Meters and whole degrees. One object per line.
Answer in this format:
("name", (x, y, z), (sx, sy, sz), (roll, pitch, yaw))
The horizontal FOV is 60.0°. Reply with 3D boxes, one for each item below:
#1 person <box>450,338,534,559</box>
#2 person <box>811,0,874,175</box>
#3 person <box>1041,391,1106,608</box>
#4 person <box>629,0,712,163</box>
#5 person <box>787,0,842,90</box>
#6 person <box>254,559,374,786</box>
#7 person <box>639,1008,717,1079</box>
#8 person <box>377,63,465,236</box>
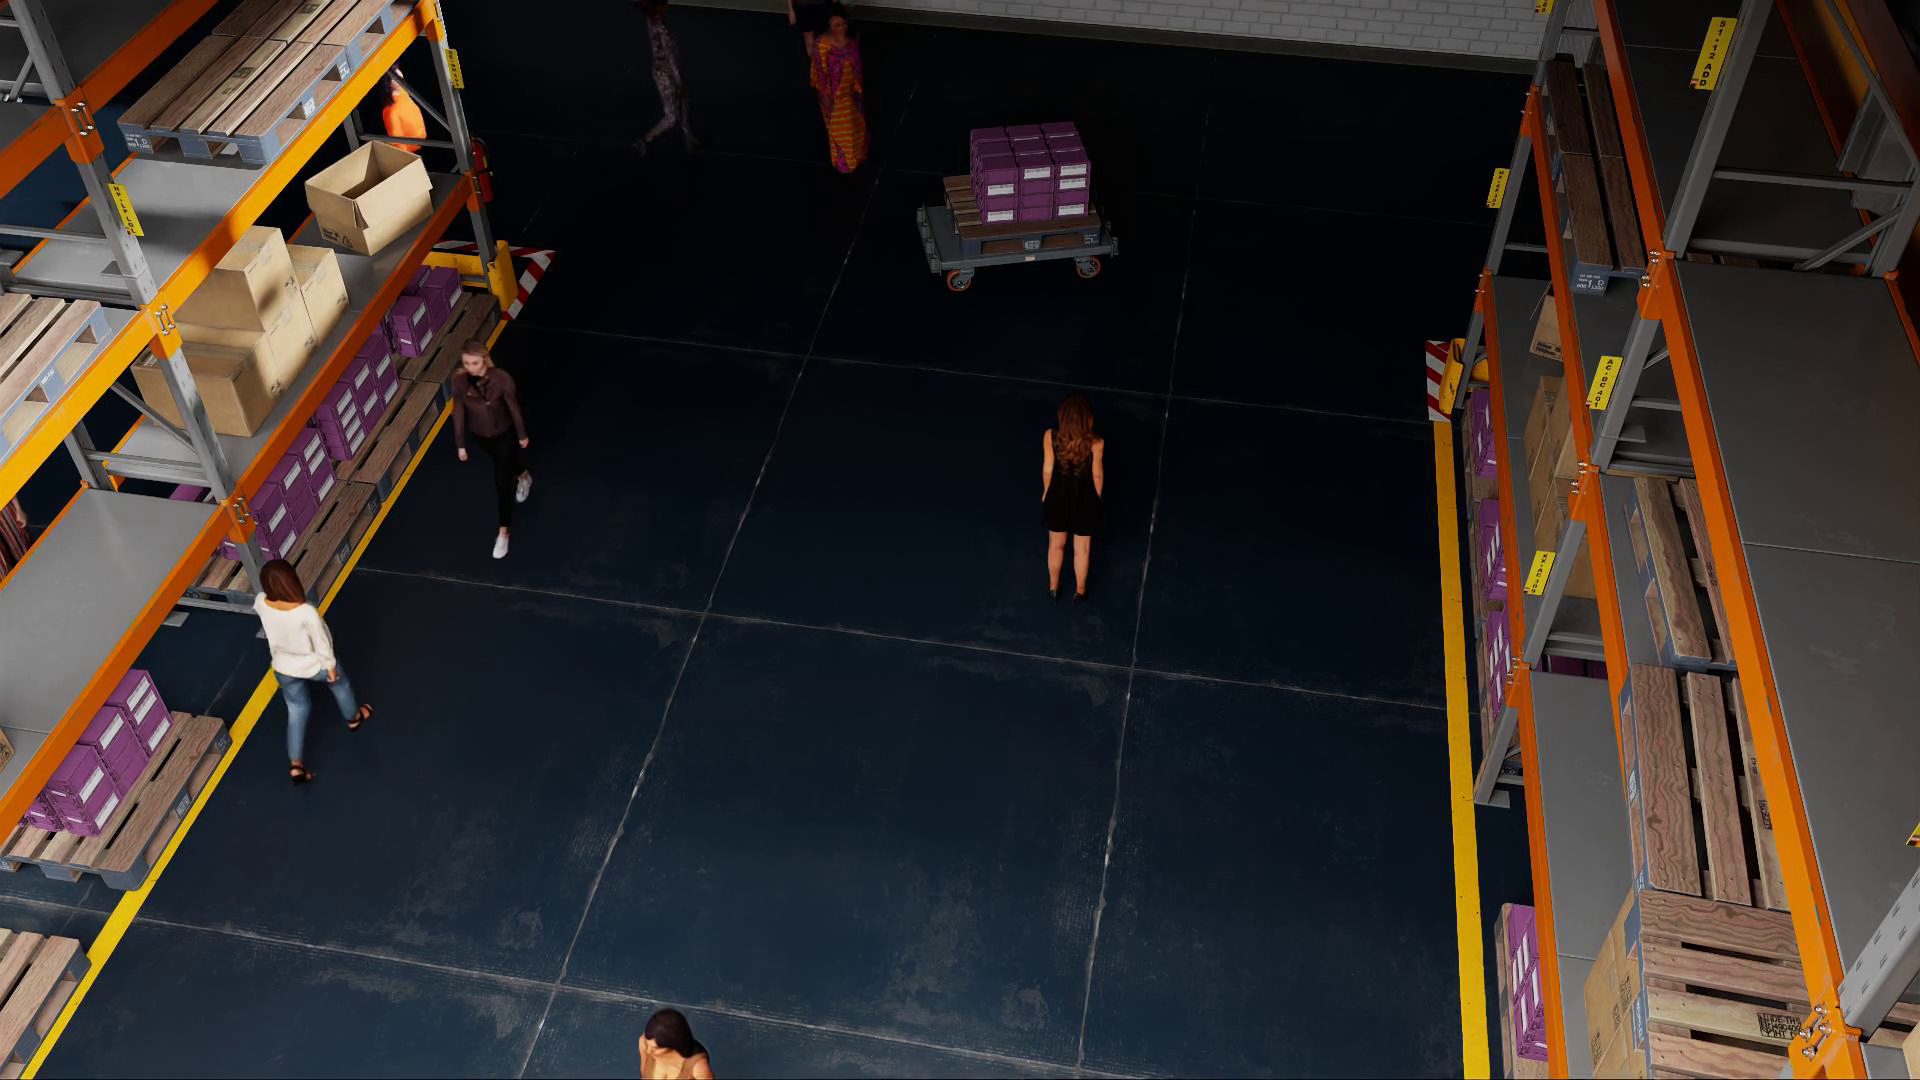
("person", (-3.284, -0.789, 11.815), (0.660, 1.658, 1.113), (4, 44, 5))
("person", (-1.112, -4.200, 15.399), (0.912, 1.654, 0.846), (34, 53, 31))
("person", (0.747, -0.252, 11.124), (0.584, 1.835, 0.524), (9, 44, 9))
("person", (-2.768, -4.268, 15.440), (0.965, 1.695, 1.044), (-15, 46, -15))
("person", (-1.423, -5.344, 16.481), (0.917, 1.818, 0.819), (-18, 46, -18))
("person", (-4.046, 0.811, 10.141), (0.613, 1.651, 1.020), (7, 44, 8))
("person", (-1.329, 2.752, 8.077), (0.629, 1.687, 0.600), (19, 47, 19))
("person", (-4.866, -3.335, 14.437), (0.824, 1.729, 1.012), (-3, 44, -3))
